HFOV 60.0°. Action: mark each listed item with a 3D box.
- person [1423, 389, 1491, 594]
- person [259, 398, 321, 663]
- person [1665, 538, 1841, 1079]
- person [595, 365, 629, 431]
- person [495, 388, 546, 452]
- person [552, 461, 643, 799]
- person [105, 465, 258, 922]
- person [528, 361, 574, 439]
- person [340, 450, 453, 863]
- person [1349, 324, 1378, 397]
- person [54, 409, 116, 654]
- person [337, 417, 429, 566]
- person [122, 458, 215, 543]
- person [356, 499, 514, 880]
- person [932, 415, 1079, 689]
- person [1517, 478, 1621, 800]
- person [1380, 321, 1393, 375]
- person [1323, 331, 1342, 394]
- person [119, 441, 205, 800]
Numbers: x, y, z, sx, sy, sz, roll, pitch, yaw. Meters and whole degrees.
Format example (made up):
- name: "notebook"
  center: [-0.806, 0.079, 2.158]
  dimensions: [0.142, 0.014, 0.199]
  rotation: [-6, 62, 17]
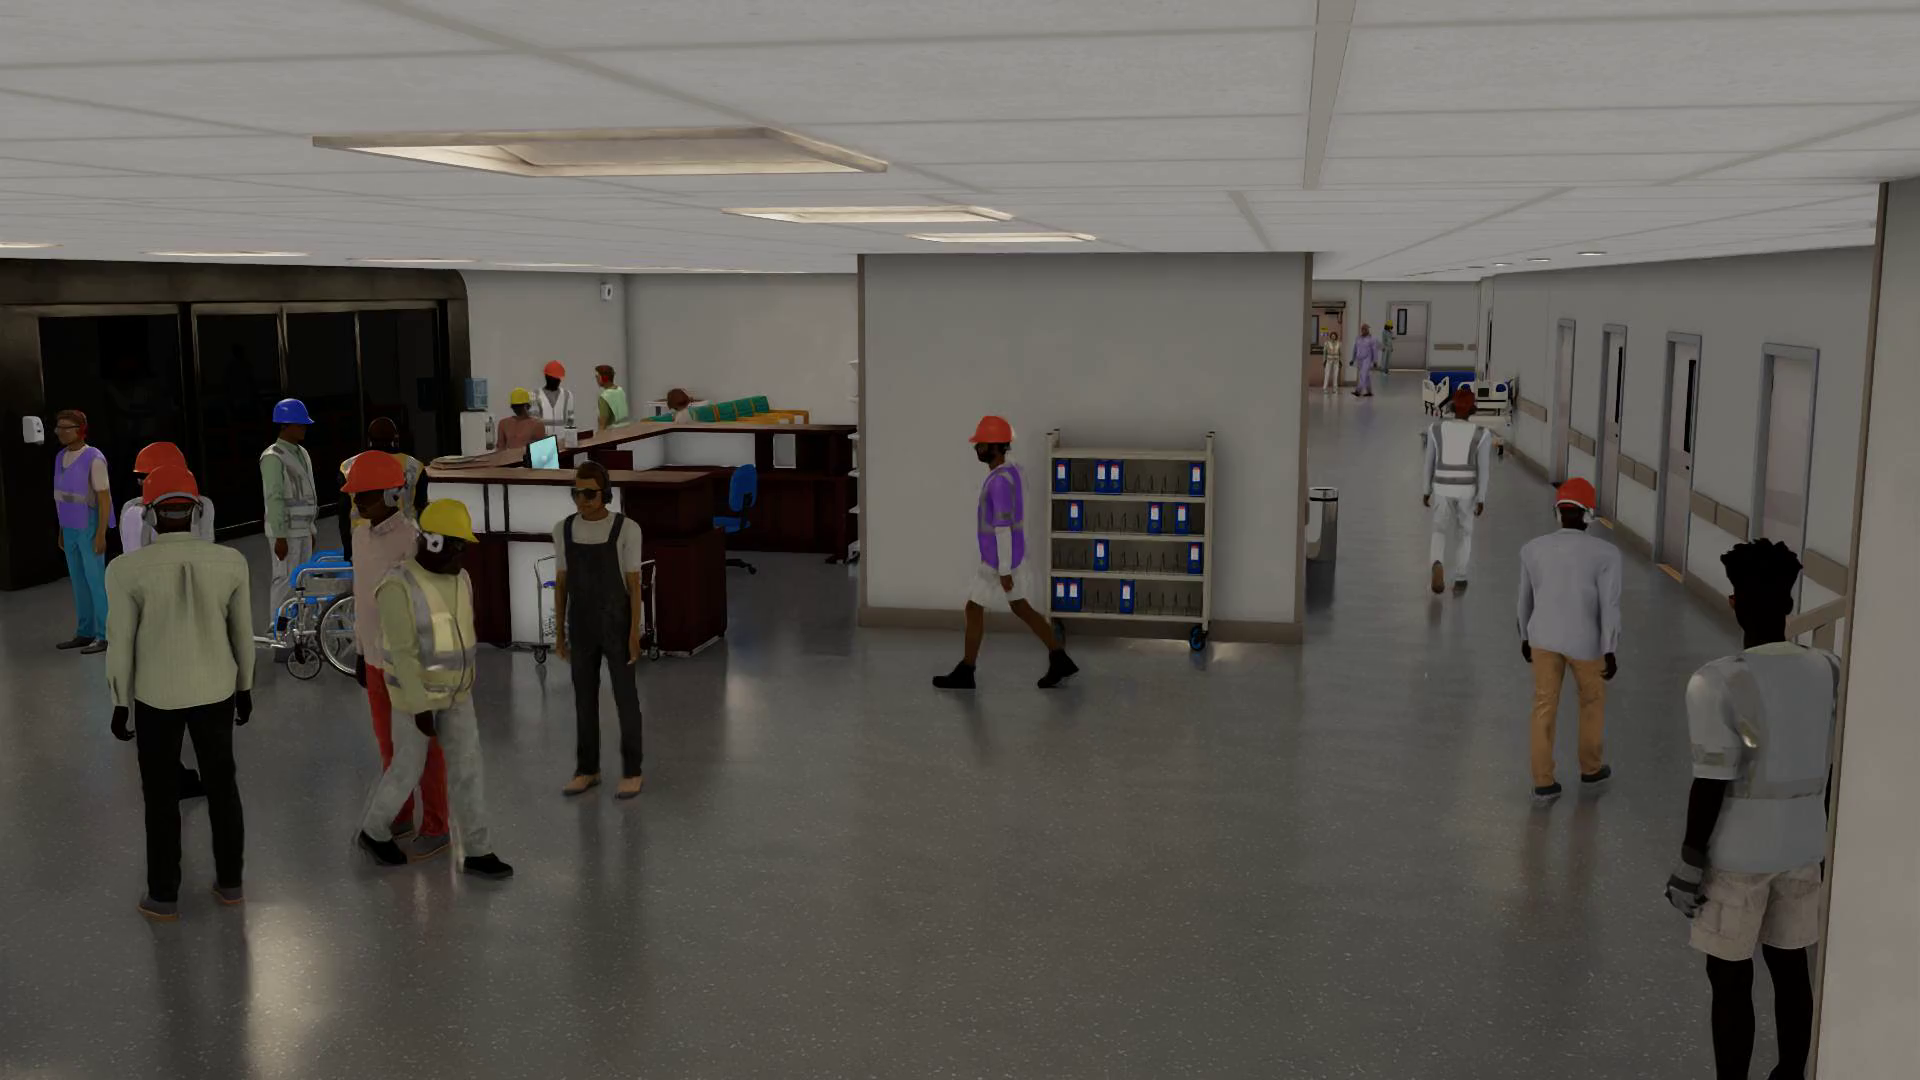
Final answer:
- name: "person"
  center: [4.436, -0.429, 14.930]
  dimensions: [0.587, 1.862, 0.780]
  rotation: [4, 9, 24]
- name: "person"
  center: [-4.909, -0.070, 12.252]
  dimensions: [0.403, 1.945, 0.614]
  rotation: [0, 9, -1]
- name: "person"
  center: [2.526, 0.970, 5.294]
  dimensions: [0.608, 1.963, 0.369]
  rotation: [-3, 9, -20]
- name: "person"
  center: [-4.265, -1.218, 20.245]
  dimensions: [0.480, 1.834, 0.620]
  rotation: [2, 9, 12]
- name: "person"
  center: [-4.608, -0.754, 17.566]
  dimensions: [0.525, 1.726, 0.916]
  rotation: [2, 9, 14]
- name: "person"
  center: [-1.945, 0.487, 8.950]
  dimensions: [0.512, 1.837, 0.360]
  rotation: [1, 9, 9]
- name: "person"
  center: [-3.410, 0.662, 7.306]
  dimensions: [0.622, 1.982, 0.415]
  rotation: [-8, 12, -44]
- name: "person"
  center: [-4.842, -1.166, 19.747]
  dimensions: [0.590, 1.883, 0.874]
  rotation: [-4, 9, -24]
- name: "person"
  center: [-2.741, 0.553, 8.014]
  dimensions: [0.610, 1.985, 0.415]
  rotation: [7, 11, 38]
- name: "person"
  center: [10.280, -4.590, 42.527]
  dimensions: [0.989, 1.856, 0.643]
  rotation: [-6, 10, -34]
- name: "person"
  center: [-6.617, -0.067, 12.586]
  dimensions: [0.575, 1.842, 0.373]
  rotation: [6, 10, 33]
- name: "person"
  center: [-4.113, 0.038, 11.926]
  dimensions: [0.625, 1.838, 0.430]
  rotation: [-3, 9, -18]
- name: "person"
  center: [-4.597, 0.356, 9.728]
  dimensions: [0.517, 1.858, 0.332]
  rotation: [-4, 9, -24]
- name: "person"
  center: [-2.503, 0.691, 7.772]
  dimensions: [0.833, 1.785, 0.573]
  rotation: [4, 10, 26]
- name: "person"
  center: [0.338, 0.096, 11.333]
  dimensions: [0.971, 1.904, 0.537]
  rotation: [2, 9, 12]
- name: "person"
  center: [3.338, 0.522, 9.046]
  dimensions: [0.591, 1.717, 0.762]
  rotation: [7, 11, 40]
- name: "person"
  center: [13.704, -6.144, 53.262]
  dimensions: [0.484, 1.736, 0.305]
  rotation: [-7, 11, -39]
- name: "person"
  center: [9.808, -4.668, 43.793]
  dimensions: [0.513, 1.637, 0.313]
  rotation: [0, 9, -1]
- name: "person"
  center: [-4.284, 0.433, 8.993]
  dimensions: [0.549, 1.929, 0.387]
  rotation: [8, 12, 42]
